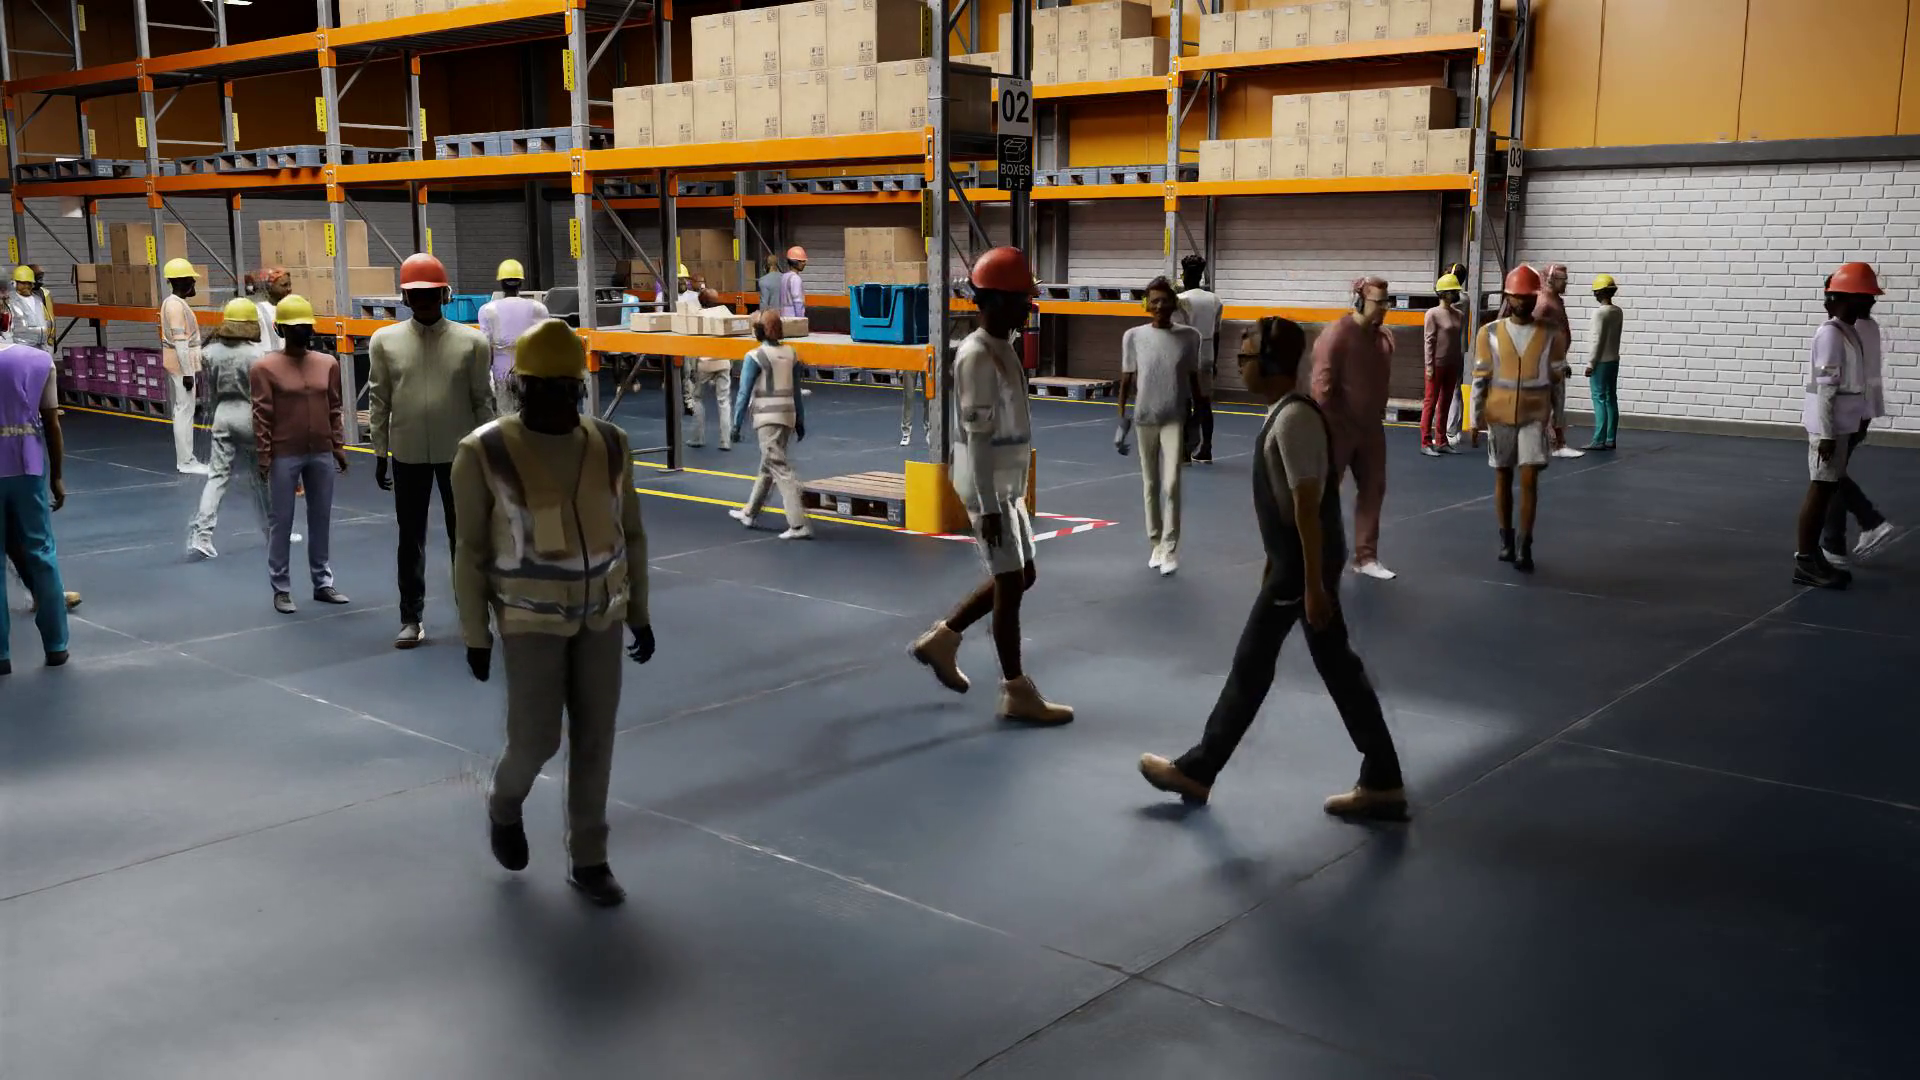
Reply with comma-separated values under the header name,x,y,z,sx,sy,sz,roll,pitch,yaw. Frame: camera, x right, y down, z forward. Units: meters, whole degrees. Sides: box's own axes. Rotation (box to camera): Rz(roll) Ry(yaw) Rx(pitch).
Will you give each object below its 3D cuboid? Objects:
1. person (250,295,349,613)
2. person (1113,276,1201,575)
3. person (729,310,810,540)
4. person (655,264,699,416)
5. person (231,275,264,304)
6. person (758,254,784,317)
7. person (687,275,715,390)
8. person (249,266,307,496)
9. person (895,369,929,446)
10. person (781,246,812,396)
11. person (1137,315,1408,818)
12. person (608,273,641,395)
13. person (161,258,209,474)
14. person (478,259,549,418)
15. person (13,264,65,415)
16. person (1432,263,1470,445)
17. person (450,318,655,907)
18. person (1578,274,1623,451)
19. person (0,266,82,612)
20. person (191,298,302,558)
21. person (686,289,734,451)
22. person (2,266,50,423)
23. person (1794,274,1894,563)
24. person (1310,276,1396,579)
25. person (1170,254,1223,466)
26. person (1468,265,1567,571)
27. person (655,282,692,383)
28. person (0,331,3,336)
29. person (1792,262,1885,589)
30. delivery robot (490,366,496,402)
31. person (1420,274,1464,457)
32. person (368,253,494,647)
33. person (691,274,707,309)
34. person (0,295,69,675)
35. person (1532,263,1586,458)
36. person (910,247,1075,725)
name,x,y,z,sx,sy,sz,roll,pitch,yaw
person,-3.677,-0.482,9.310,0.327,1.767,0.533,8,13,39
person,1.225,-0.706,10.342,0.537,1.842,0.724,2,10,11
person,-1.359,-0.808,11.656,0.869,1.586,0.535,7,12,34
person,-3.359,-2.392,19.979,0.590,1.837,0.403,-8,13,-38
person,-10.270,-3.014,24.103,0.502,1.633,0.280,-9,13,-41
person,-2.767,-3.261,24.642,0.372,1.940,0.632,7,12,34
person,-3.841,-2.924,23.505,0.837,1.653,0.545,3,10,17
person,-5.500,-1.280,13.537,0.412,1.872,0.602,3,10,16
person,-0.416,-1.777,17.055,0.507,1.631,0.266,-1,10,-5
person,-2.259,-3.011,22.919,0.390,2.040,0.614,-4,11,-22
person,1.160,0.102,5.943,1.004,1.779,0.533,3,10,17
person,-4.654,-2.842,23.005,0.557,1.659,0.791,0,10,0
person,-6.961,-1.555,14.953,0.364,1.930,0.588,-5,11,-26
person,-3.762,-1.403,14.094,0.593,1.924,0.374,-5,11,-24
person,-11.080,-2.384,19.966,0.430,1.835,0.622,2,10,9
person,5.073,-1.917,17.183,0.328,1.872,0.513,6,11,30
person,-1.252,0.220,5.160,0.603,1.813,0.500,-8,13,-38
person,6.433,-1.777,16.691,0.533,1.764,0.326,-9,13,-41
person,-5.340,-0.565,8.999,0.857,2.000,0.710,-2,10,-11
person,-4.791,-0.747,11.006,0.498,1.701,0.892,2,10,11
person,-2.530,-1.714,16.754,0.540,1.608,0.731,-6,12,-33
person,-10.519,-2.175,18.778,0.403,1.823,0.599,2,10,13
person,5.646,-0.769,10.599,0.471,1.884,0.621,9,14,43
person,2.344,-0.706,10.334,0.661,1.866,0.791,-6,12,-32
person,2.162,-1.668,15.491,0.613,1.963,0.361,-7,12,-33
person,3.491,-0.757,10.460,0.571,1.901,0.925,4,11,20
person,-4.274,-3.299,24.913,0.542,1.928,0.394,-3,10,-16
person,-11.308,-2.340,19.251,0.386,1.989,0.608,4,11,22
person,5.262,-0.682,9.959,0.371,1.935,0.551,7,12,35
delivery robot,-5.828,-1.927,20.713,0.707,0.478,0.477,-2,10,-12
person,4.723,-1.700,16.232,0.525,1.772,0.306,-7,12,-36
person,-2.683,-0.451,8.477,0.612,1.995,0.382,-3,10,-16
person,-4.080,-3.316,25.849,0.284,1.628,0.494,6,12,31
person,-4.561,-0.277,7.911,0.564,1.847,0.395,-8,13,-40
person,5.749,-1.751,16.247,0.663,1.898,0.693,5,11,27
person,0.144,-0.224,7.087,0.702,2.028,0.629,3,10,14
